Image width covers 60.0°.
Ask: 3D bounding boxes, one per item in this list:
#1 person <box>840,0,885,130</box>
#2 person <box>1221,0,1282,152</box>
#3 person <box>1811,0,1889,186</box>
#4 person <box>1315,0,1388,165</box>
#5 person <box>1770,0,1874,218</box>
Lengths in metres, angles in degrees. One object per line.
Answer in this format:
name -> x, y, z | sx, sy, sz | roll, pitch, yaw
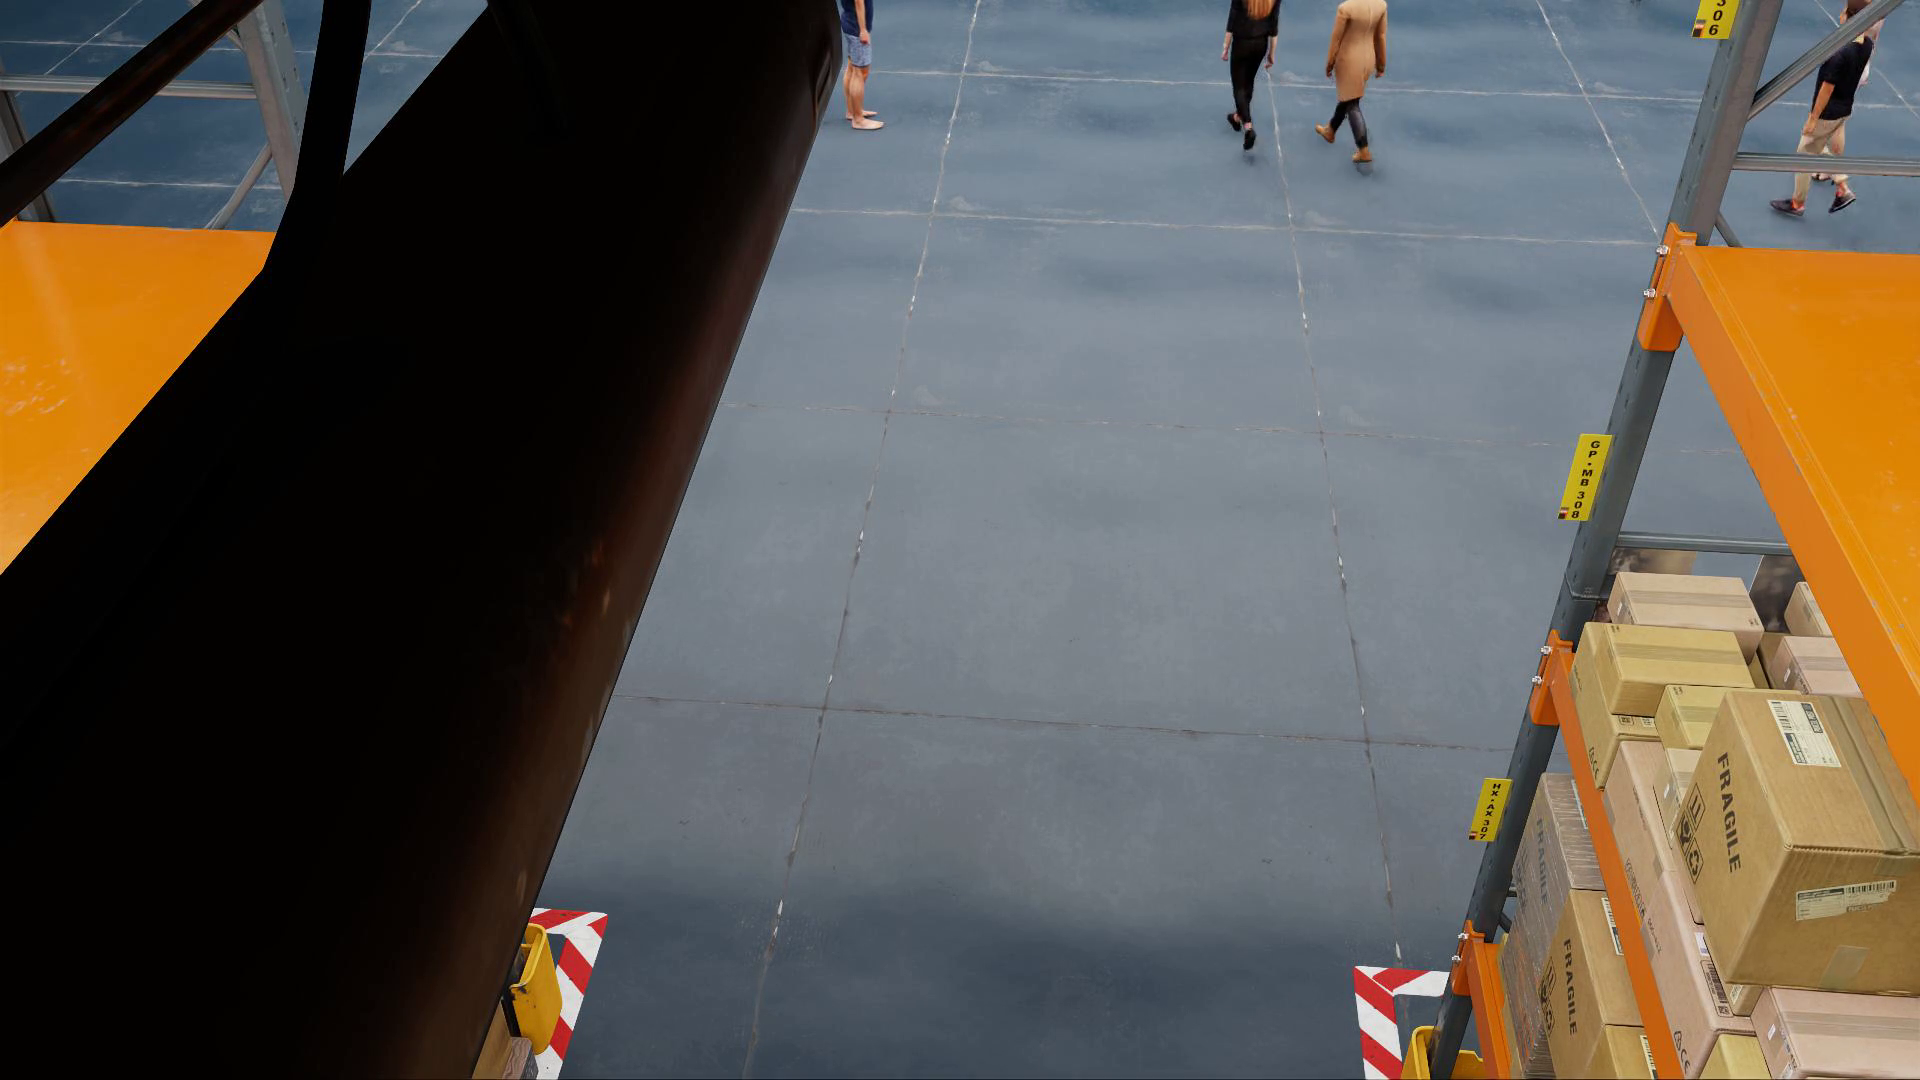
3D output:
person -> -0.926, -4.625, 14.908 | 0.737, 1.848, 0.595 | -7, 39, -9
person -> 2.552, -4.268, 14.584 | 0.780, 1.687, 1.153 | -5, 38, -6
person -> 7.510, -3.811, 13.897 | 0.776, 1.814, 0.836 | -30, 47, -33
person -> 3.440, -4.066, 14.324 | 1.029, 1.688, 1.232 | -15, 41, -18
person -> 7.054, -3.386, 13.337 | 0.939, 1.835, 1.005 | -23, 44, -27
